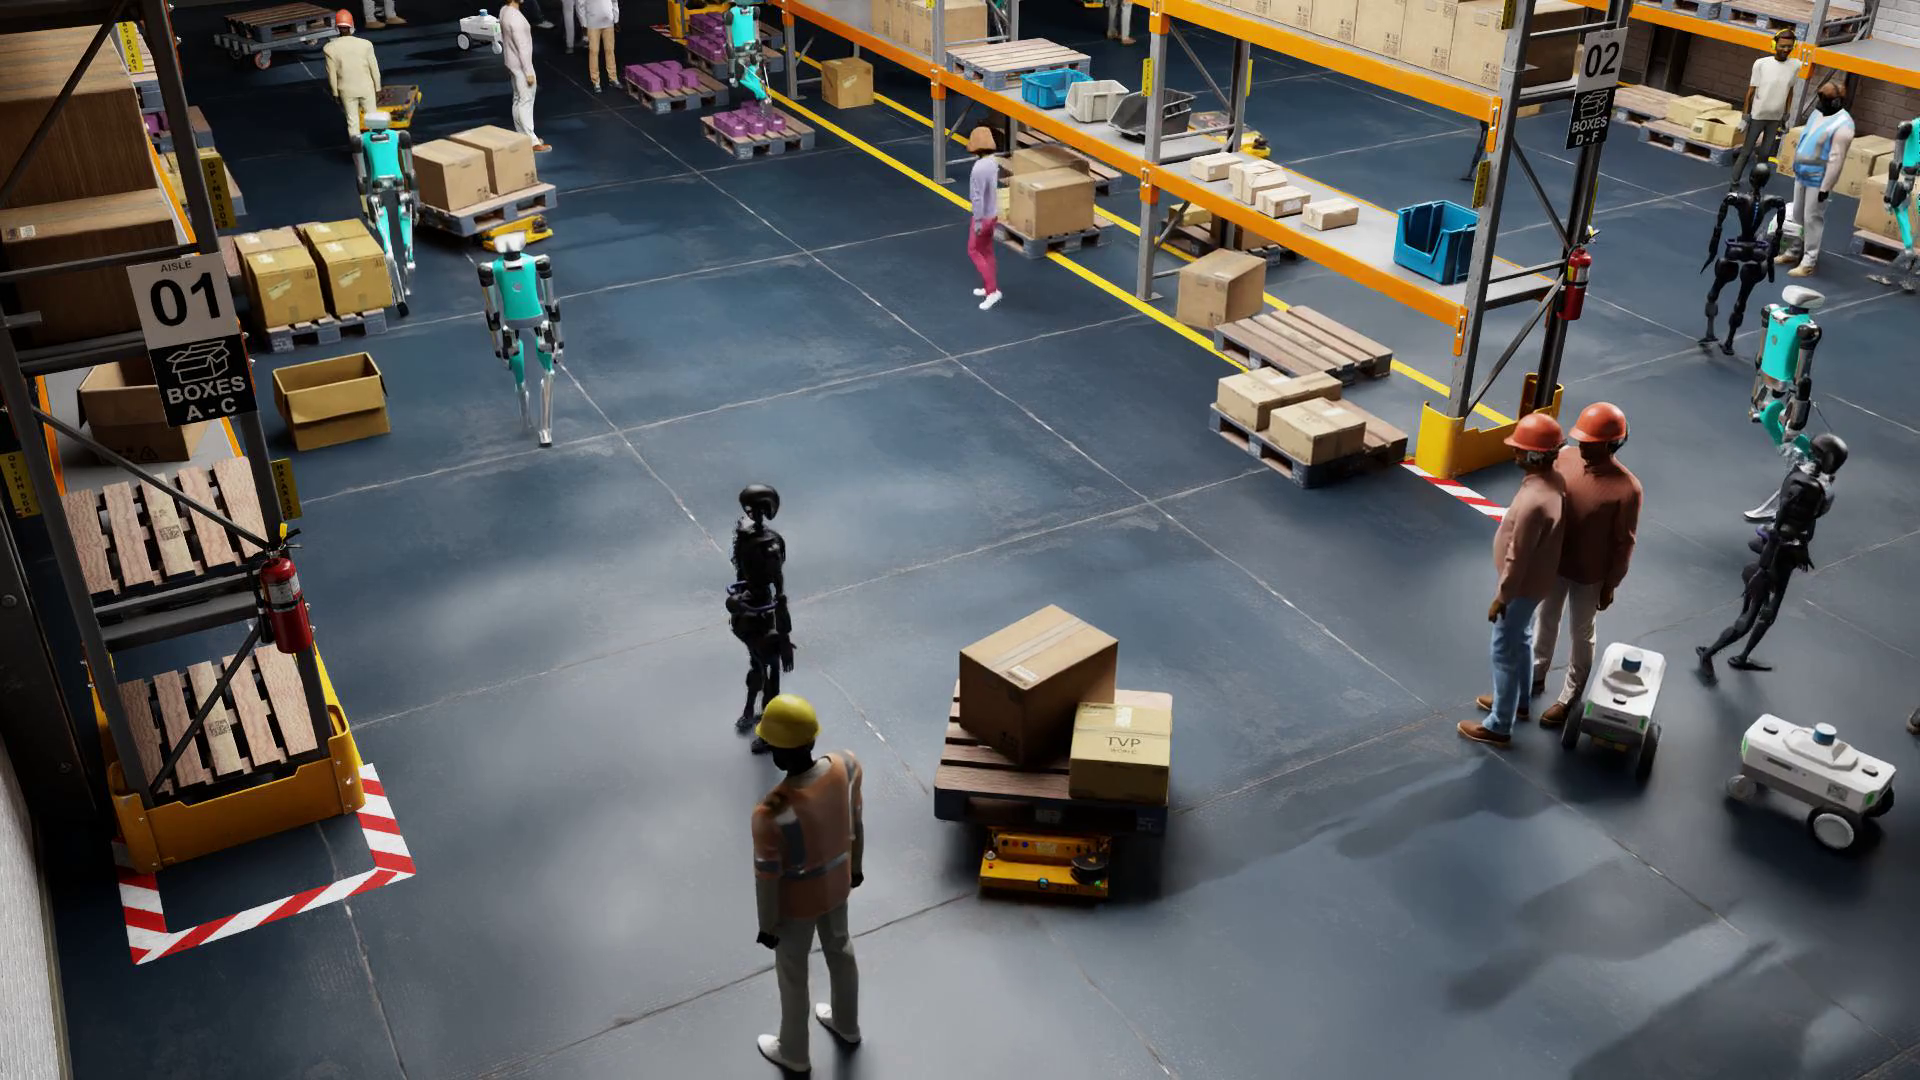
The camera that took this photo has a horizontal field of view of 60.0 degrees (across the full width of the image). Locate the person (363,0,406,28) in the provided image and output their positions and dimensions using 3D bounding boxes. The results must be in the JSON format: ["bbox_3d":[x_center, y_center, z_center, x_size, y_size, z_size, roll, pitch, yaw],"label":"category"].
[{"bbox_3d":[-8.667,-8.553,24.744,0.704,1.815,0.651,-2,30,-3],"label":"person"}]

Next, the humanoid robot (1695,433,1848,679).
[{"bbox_3d":[4.816,0.083,9.860,0.616,1.645,0.473,-23,37,-34],"label":"humanoid robot"}]

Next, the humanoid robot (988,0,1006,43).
[{"bbox_3d":[0.667,-7.986,23.842,0.679,1.799,0.537,21,36,32],"label":"humanoid robot"}]

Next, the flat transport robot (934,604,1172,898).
[{"bbox_3d":[0.514,1.371,9.022,0.659,0.231,1.431,4,30,7],"label":"flat transport robot"}]

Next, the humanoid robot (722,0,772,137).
[{"bbox_3d":[-2.412,-5.517,19.536,1.006,1.738,0.550,23,37,34],"label":"humanoid robot"}]

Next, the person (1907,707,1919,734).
[{"bbox_3d":[5.786,0.354,9.107,0.641,1.947,0.444,20,35,31],"label":"person"}]

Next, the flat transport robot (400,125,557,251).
[{"bbox_3d":[-4.912,-3.271,17.104,1.431,0.231,0.659,22,36,33],"label":"flat transport robot"}]

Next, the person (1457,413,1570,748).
[{"bbox_3d":[3.123,0.217,9.318,0.406,1.980,0.610,14,33,23],"label":"person"}]

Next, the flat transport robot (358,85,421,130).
[{"bbox_3d":[-7.193,-5.448,20.894,0.659,0.231,1.431,-5,30,-8],"label":"flat transport robot"}]

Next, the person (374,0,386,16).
[{"bbox_3d":[-9.036,-8.911,25.549,0.284,1.633,0.497,-23,37,-34],"label":"person"}]

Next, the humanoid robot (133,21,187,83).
[{"bbox_3d":[-10.639,-6.780,21.830,0.760,1.622,0.602,21,36,32],"label":"humanoid robot"}]

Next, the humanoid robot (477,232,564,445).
[{"bbox_3d":[-3.290,-1.494,12.654,0.551,1.904,0.736,-8,31,-13],"label":"humanoid robot"}]

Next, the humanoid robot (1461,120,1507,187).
[{"bbox_3d":[5.878,-4.702,18.192,0.567,1.643,0.585,11,32,18],"label":"humanoid robot"}]

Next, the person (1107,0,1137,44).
[{"bbox_3d":[2.363,-8.132,23.953,0.386,1.886,0.578,-12,32,-20],"label":"person"}]

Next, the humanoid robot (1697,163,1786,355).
[{"bbox_3d":[6.662,-2.400,14.172,0.593,1.643,0.335,6,30,11],"label":"humanoid robot"}]

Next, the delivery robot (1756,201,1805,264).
[{"bbox_3d":[8.236,-3.080,16.467,0.499,0.579,0.750,19,35,29],"label":"delivery robot"}]

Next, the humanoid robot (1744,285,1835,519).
[{"bbox_3d":[5.881,-0.884,11.565,0.820,1.877,0.554,-5,30,-9],"label":"humanoid robot"}]

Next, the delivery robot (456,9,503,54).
[{"bbox_3d":[-6.790,-7.273,23.787,0.802,0.598,0.499,14,33,23],"label":"delivery robot"}]

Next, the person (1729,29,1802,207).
[{"bbox_3d":[8.502,-4.442,17.537,0.531,1.869,0.313,1,30,1],"label":"person"}]

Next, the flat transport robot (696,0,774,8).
[{"bbox_3d":[-3.420,-8.641,26.453,1.431,0.231,0.659,-12,32,-19],"label":"flat transport robot"}]

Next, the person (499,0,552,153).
[{"bbox_3d":[-5.069,-5.468,19.253,0.363,1.939,0.634,-15,33,-25],"label":"person"}]

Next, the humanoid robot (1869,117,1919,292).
[{"bbox_3d":[8.869,-3.108,15.345,0.538,1.791,0.661,0,30,0],"label":"humanoid robot"}]

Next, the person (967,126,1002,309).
[{"bbox_3d":[0.250,-2.955,15.208,0.424,1.606,0.560,11,32,18],"label":"person"}]

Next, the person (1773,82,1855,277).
[{"bbox_3d":[8.127,-3.435,15.827,0.432,1.835,0.641,-1,30,-2],"label":"person"}]

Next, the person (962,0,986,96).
[{"bbox_3d":[0.126,-6.719,21.463,0.408,1.910,0.635,-6,30,-10],"label":"person"}]

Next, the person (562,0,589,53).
[{"bbox_3d":[-5.521,-7.895,23.503,0.456,1.922,0.539,7,31,12],"label":"person"}]

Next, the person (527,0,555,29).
[{"bbox_3d":[-6.550,-8.517,24.702,0.843,1.796,0.499,12,32,19],"label":"person"}]

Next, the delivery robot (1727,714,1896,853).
[{"bbox_3d":[4.585,1.255,8.929,0.785,0.585,0.499,26,39,38],"label":"delivery robot"}]

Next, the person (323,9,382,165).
[{"bbox_3d":[-6.814,-5.090,18.778,0.558,1.751,0.324,-10,31,-17],"label":"person"}]

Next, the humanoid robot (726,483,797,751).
[{"bbox_3d":[-1.104,0.432,9.237,0.309,1.642,0.608,-17,34,-27],"label":"humanoid robot"}]

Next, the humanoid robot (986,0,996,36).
[{"bbox_3d":[0.210,-7.772,23.543,0.611,1.635,0.686,-18,35,-28],"label":"humanoid robot"}]

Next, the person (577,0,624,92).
[{"bbox_3d":[-4.689,-6.761,21.687,0.563,1.751,0.328,-20,35,-31],"label":"person"}]

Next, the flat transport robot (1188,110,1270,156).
[{"bbox_3d":[3.080,-4.837,19.829,0.659,0.231,1.431,-9,31,-16],"label":"flat transport robot"}]

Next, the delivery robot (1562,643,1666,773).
[{"bbox_3d":[3.792,0.914,9.515,0.499,0.579,0.767,15,33,25],"label":"delivery robot"}]

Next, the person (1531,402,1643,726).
[{"bbox_3d":[3.492,0.128,9.455,0.381,1.993,0.621,-16,33,-25],"label":"person"}]

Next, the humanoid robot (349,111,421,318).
[{"bbox_3d":[-5.110,-2.887,14.995,0.530,1.774,0.965,-9,31,-16],"label":"humanoid robot"}]

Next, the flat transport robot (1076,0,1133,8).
[{"bbox_3d":[2.577,-8.678,26.516,1.431,0.231,0.659,-7,31,-12],"label":"flat transport robot"}]

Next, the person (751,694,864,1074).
[{"bbox_3d":[-0.665,1.482,7.178,0.391,1.917,0.595,26,39,37],"label":"person"}]
